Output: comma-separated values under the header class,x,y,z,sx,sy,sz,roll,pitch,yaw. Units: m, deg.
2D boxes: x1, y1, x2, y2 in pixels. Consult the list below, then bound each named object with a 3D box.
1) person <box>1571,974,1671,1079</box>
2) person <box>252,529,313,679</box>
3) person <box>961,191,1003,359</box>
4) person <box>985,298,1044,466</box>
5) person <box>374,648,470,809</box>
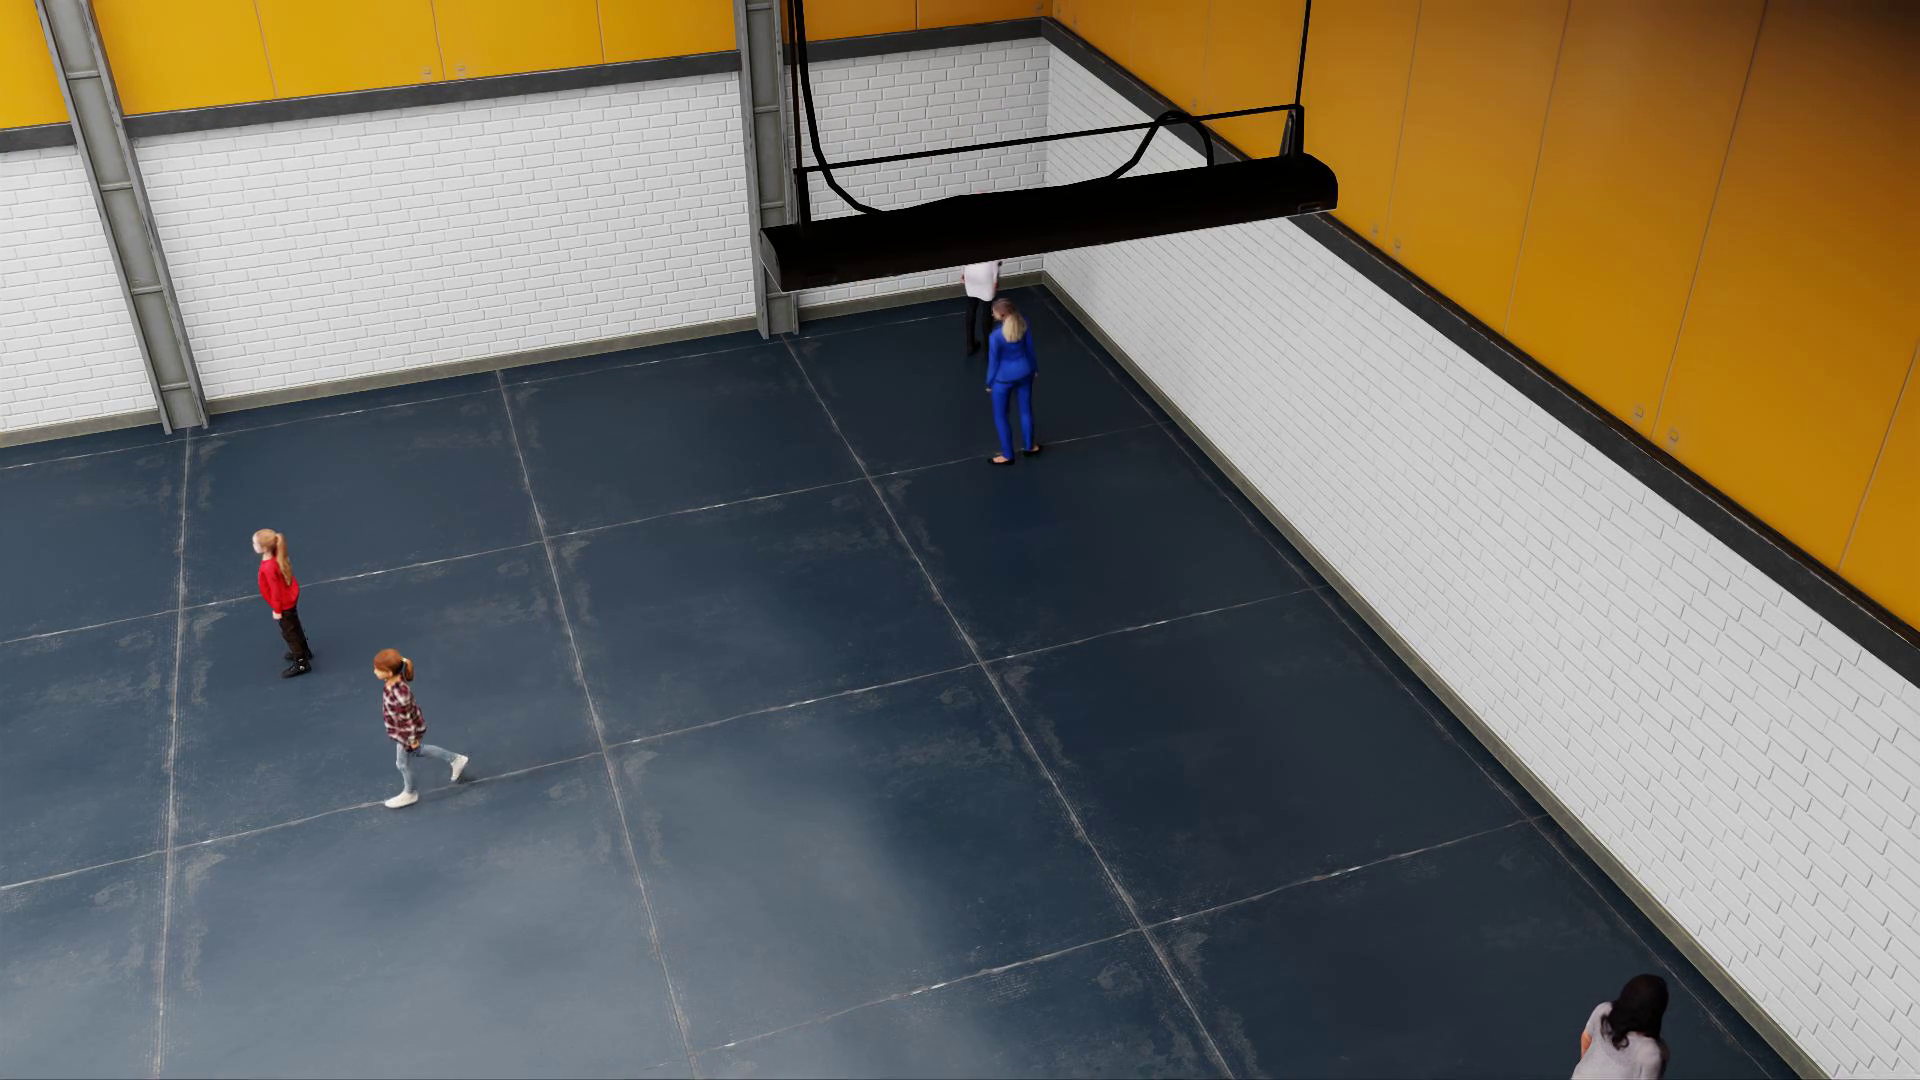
class,x,y,z,sx,sy,sz,roll,pitch,yaw
person,3.458,2.920,8.822,0.691,1.614,0.668,-17,37,-23
person,-5.217,0.460,12.823,0.536,1.282,0.528,-6,34,-8
person,0.205,-2.745,17.174,0.727,1.803,0.763,20,39,27
person,0.552,-1.487,15.391,0.639,1.680,0.890,-14,36,-19
person,-3.782,1.282,11.579,0.850,1.289,0.567,-14,36,-20
